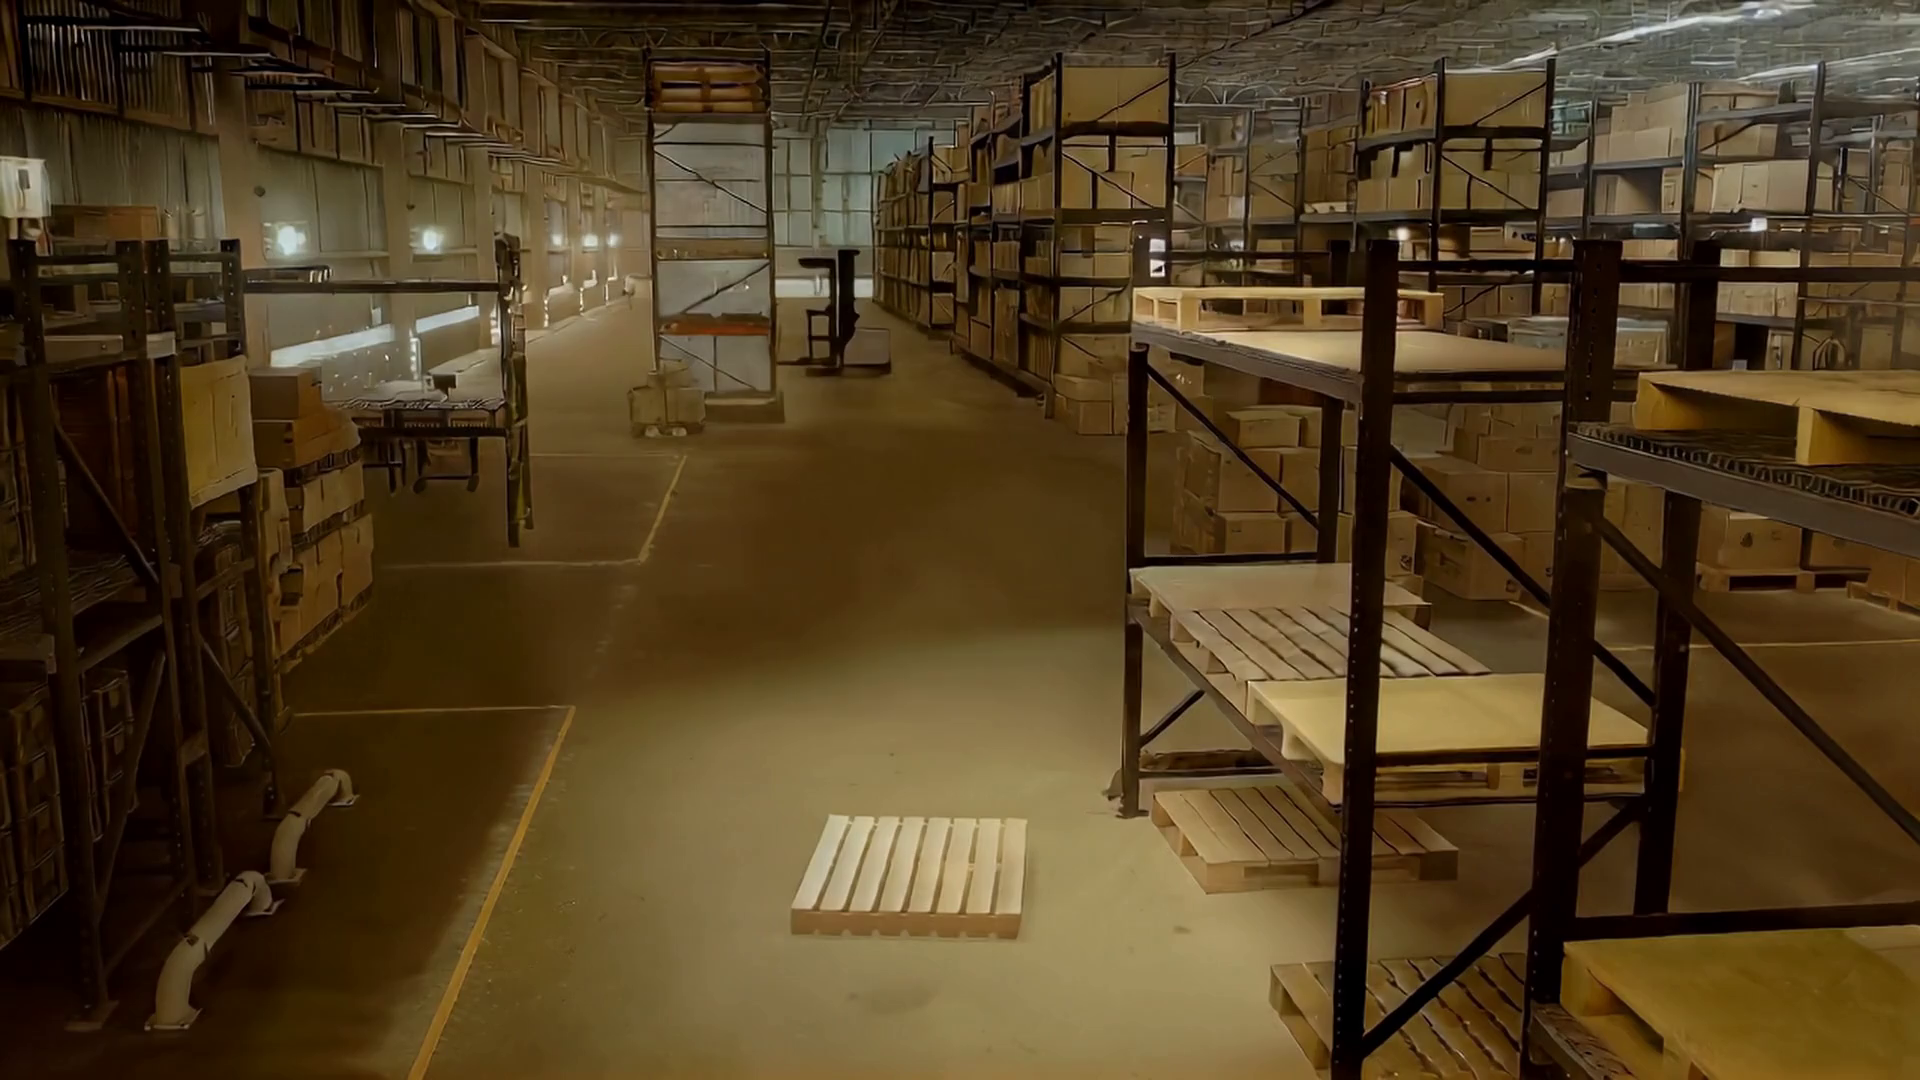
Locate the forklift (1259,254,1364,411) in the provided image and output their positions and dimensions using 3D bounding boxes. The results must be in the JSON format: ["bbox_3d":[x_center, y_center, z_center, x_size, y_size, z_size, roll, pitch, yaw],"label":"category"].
[{"bbox_3d":[5.428,-2.766,24.257,1.873,2.768,1.129,-4,11,-20],"label":"forklift"}]

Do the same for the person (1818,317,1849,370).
[{"bbox_3d":[12.907,-2.349,24.654,0.387,1.910,0.592,7,13,36],"label":"person"}]

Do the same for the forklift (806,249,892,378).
[{"bbox_3d":[-2.477,-5.023,36.766,1.873,2.768,1.129,-1,10,-6],"label":"forklift"}]

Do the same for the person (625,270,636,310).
[{"bbox_3d":[-14.234,-10.795,71.904,0.489,1.741,0.322,-8,13,-36],"label":"person"}]

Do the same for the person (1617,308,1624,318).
[{"bbox_3d":[11.591,-3.192,29.494,0.631,1.845,0.429,10,14,42],"label":"person"}]

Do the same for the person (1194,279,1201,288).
[{"bbox_3d":[7.102,-6.913,50.027,0.883,1.878,0.647,-1,10,-5],"label":"person"}]

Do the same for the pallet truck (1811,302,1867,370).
[{"bbox_3d":[15.846,-3.142,28.793,1.885,1.965,0.823,2,10,12],"label":"pallet truck"}]

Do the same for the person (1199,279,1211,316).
[{"bbox_3d":[7.304,-6.836,49.546,0.582,1.890,0.663,-1,10,-3],"label":"person"}]
